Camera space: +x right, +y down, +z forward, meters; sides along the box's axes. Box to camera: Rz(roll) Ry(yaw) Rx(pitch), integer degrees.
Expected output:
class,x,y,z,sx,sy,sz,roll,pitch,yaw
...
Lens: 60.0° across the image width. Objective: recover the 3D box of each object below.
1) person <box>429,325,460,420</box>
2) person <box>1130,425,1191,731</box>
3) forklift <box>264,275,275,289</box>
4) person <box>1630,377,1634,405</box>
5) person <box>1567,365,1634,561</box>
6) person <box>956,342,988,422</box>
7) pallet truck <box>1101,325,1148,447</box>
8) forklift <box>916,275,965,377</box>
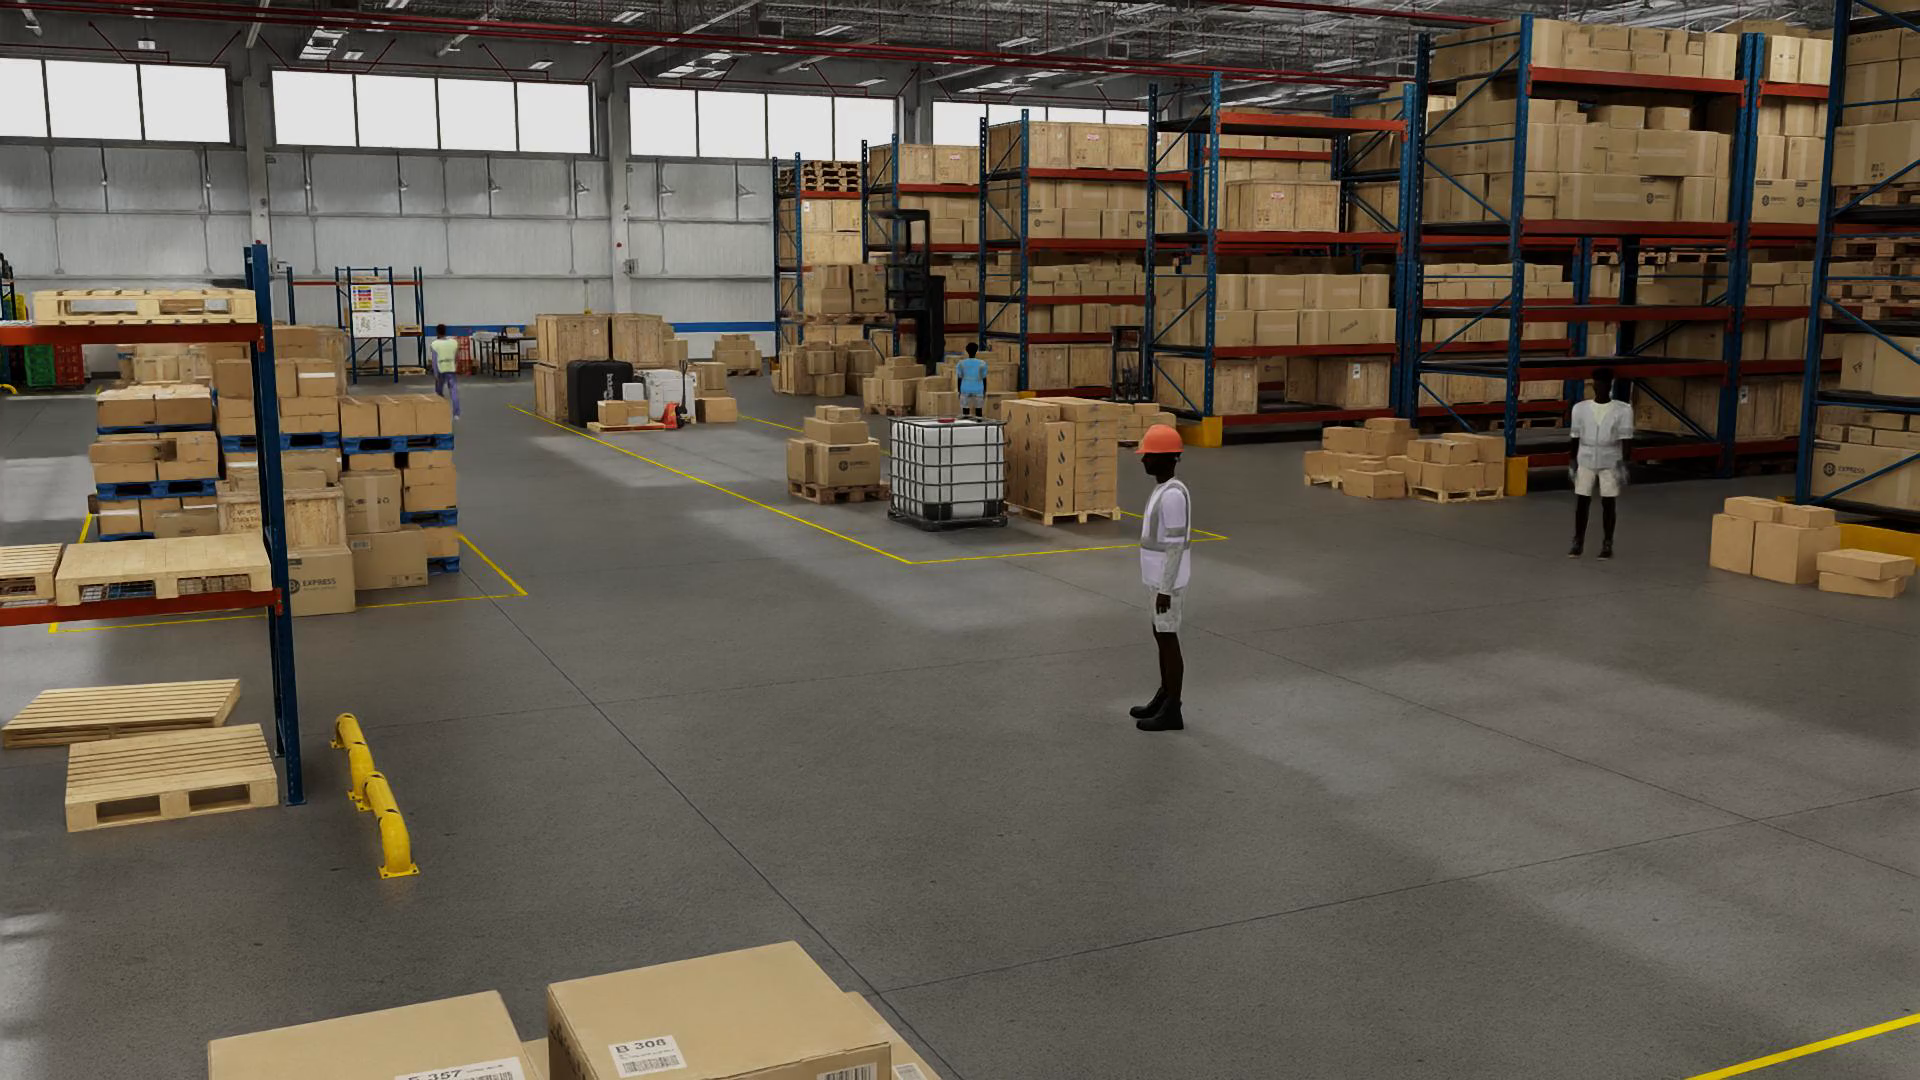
class,x,y,z,sx,sy,sz,roll,pitch,yaw
person,-10.132,-3.295,32.685,0.585,1.865,1.029,-7,12,-39
person,1.271,0.238,10.527,0.358,1.937,0.548,0,9,0
forklift,-15.571,-4.545,37.287,1.873,2.768,1.129,-4,10,-25
person,11.513,-2.635,28.511,1.003,1.882,0.651,-3,10,-16
person,6.427,-0.770,16.699,0.629,1.966,0.374,6,11,31
person,0.206,-2.529,28.436,0.538,1.695,0.319,0,9,0
pallet truck,2.881,-2.596,27.923,0.823,1.965,1.885,-1,9,-7
forklift,-0.636,-4.472,36.834,1.873,2.768,1.129,-4,10,-25
